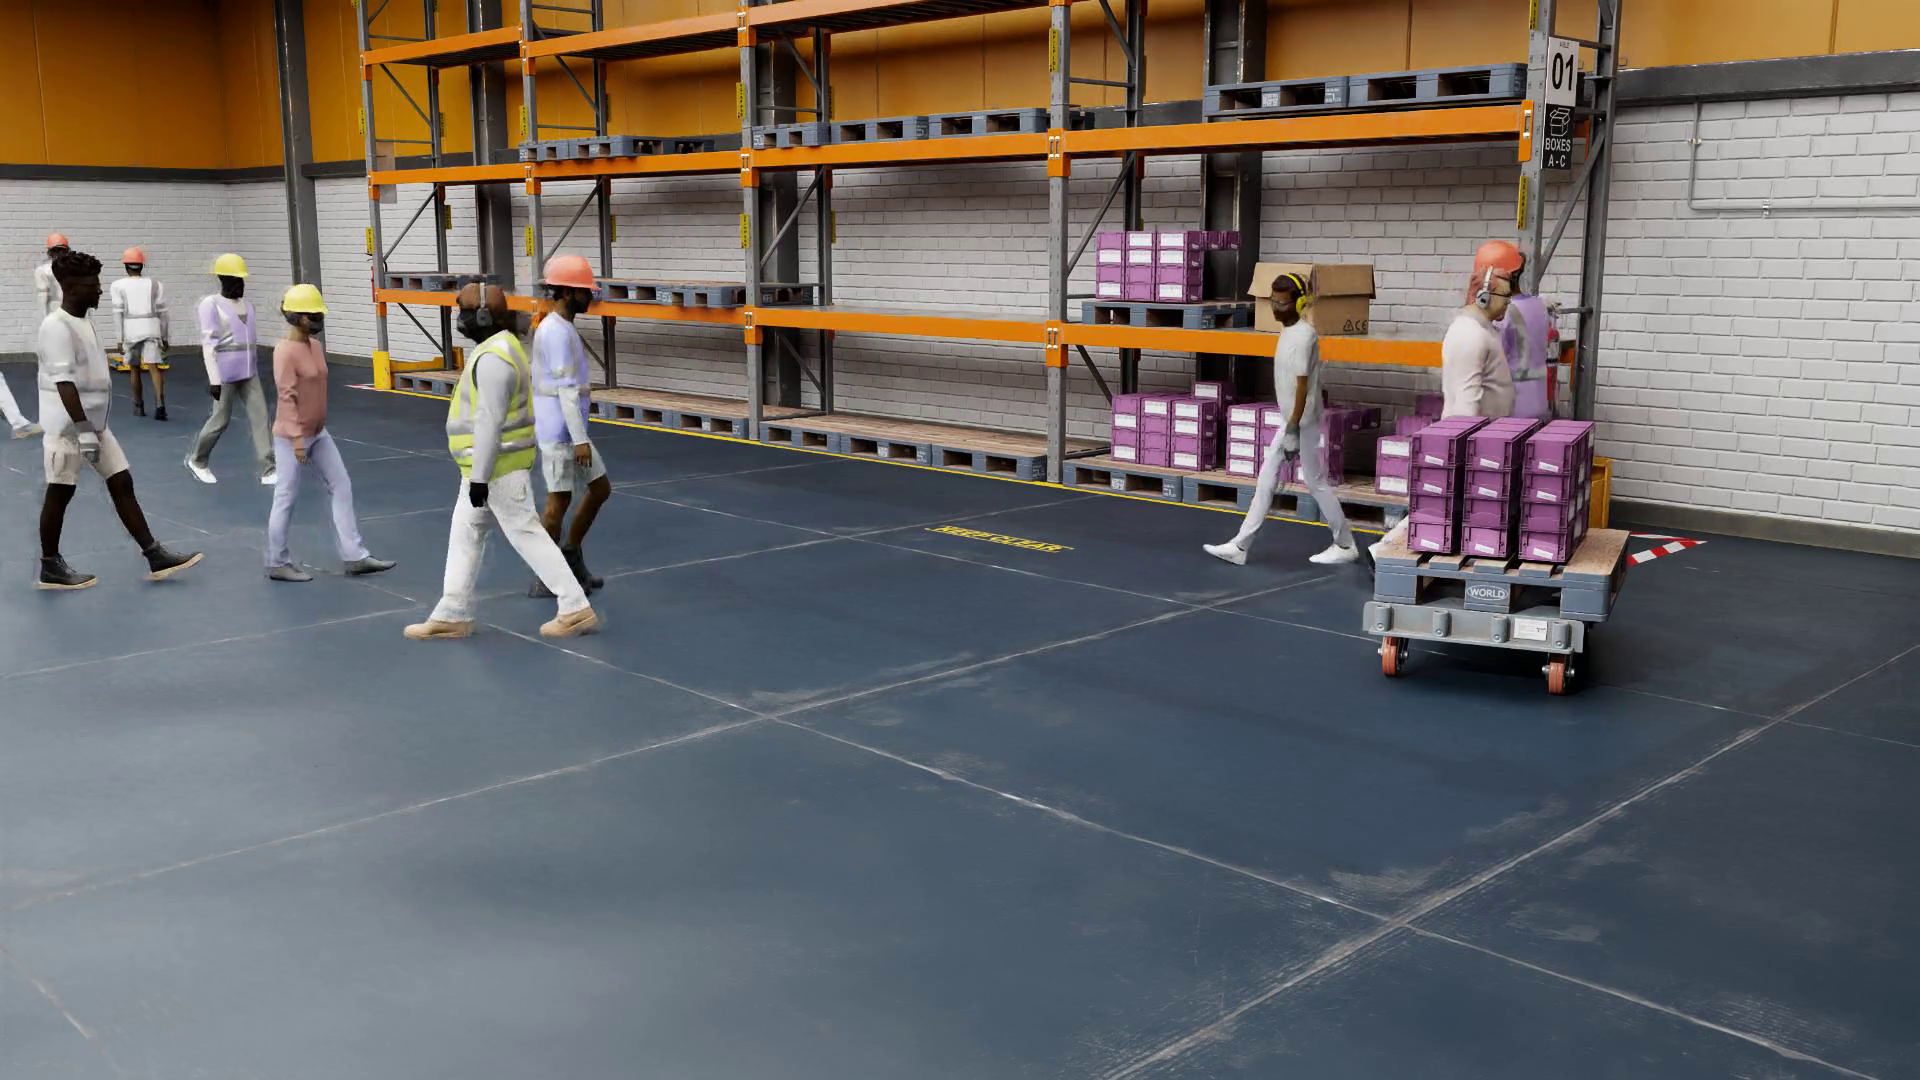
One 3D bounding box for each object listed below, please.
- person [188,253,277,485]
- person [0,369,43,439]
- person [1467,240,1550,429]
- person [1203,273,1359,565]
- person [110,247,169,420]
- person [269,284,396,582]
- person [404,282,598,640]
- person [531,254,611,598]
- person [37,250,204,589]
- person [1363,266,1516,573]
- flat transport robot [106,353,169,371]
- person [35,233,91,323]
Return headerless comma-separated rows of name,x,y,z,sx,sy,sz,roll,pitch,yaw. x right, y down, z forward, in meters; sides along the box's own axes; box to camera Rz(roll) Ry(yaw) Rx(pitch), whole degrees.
person,-5.917,-1.373,13.459,0.955,1.890,0.601,4,11,20
person,-9.566,-1.901,16.432,0.927,1.846,0.595,-7,13,-34
person,3.165,-0.727,9.650,0.445,1.992,0.648,8,13,38
person,2.014,-0.707,10.093,0.999,1.795,0.587,-1,10,-6
person,-9.014,-2.273,18.340,0.561,1.908,0.943,-7,13,-34
person,-3.711,-0.606,9.676,0.805,1.733,0.560,1,10,6
person,-2.286,-0.379,8.286,0.944,1.801,0.639,-3,11,-15
person,-2.166,-0.612,9.231,0.519,1.914,0.554,-1,10,-5
person,-4.878,-0.669,9.488,0.941,1.924,0.635,-1,10,-7
person,2.744,-0.572,9.170,0.915,1.867,0.647,2,11,13
flat transport robot,-12.434,-2.698,25.087,0.652,0.197,1.431,-7,13,-35
person,-10.981,-2.725,20.397,0.371,2.044,0.608,8,13,39
